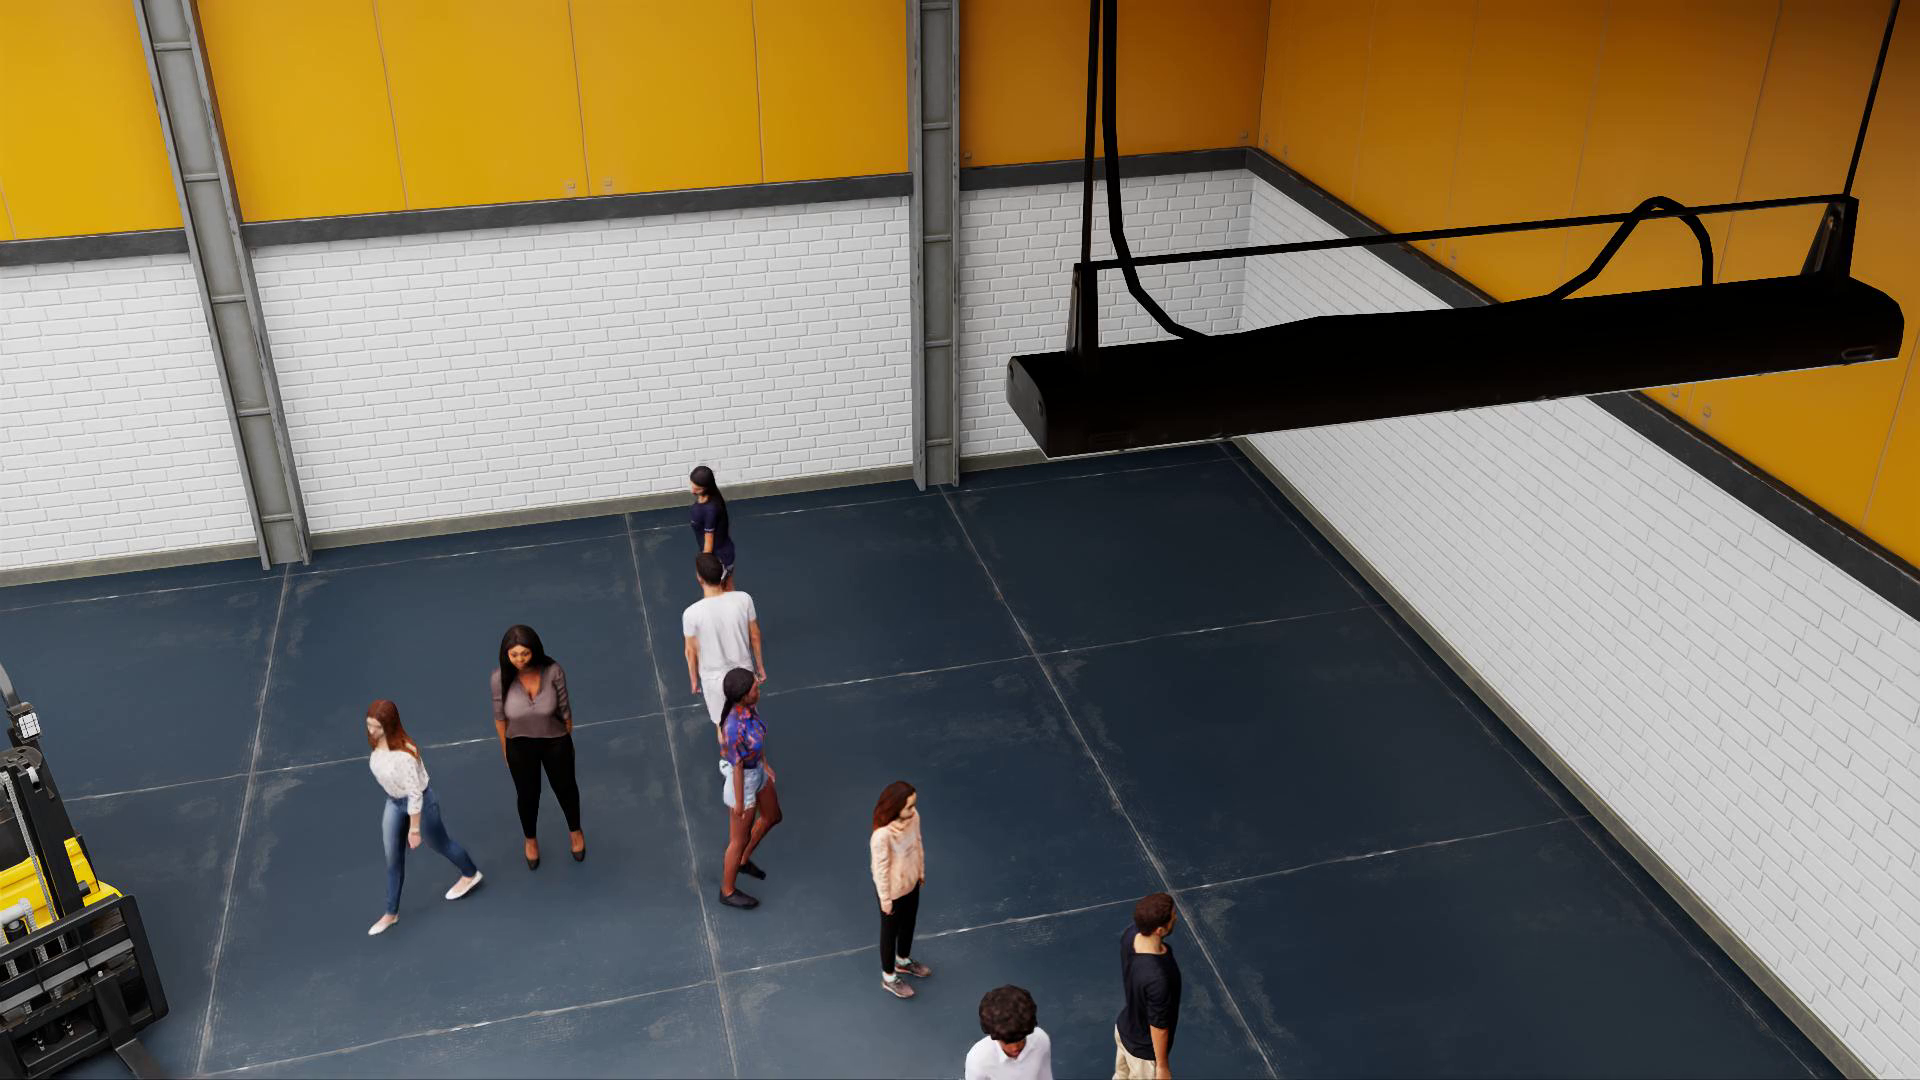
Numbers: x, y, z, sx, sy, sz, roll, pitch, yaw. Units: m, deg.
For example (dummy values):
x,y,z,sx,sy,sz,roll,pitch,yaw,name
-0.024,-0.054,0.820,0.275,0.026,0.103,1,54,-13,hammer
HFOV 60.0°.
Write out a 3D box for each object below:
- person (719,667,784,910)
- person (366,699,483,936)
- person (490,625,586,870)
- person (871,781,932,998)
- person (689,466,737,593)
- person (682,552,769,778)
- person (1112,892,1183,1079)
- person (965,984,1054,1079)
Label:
x,y,z,sx,sy,sz,roll,pitch,yaw,name
-1.437,1.554,10.585,0.739,1.725,0.705,5,29,9,person
-3.373,1.636,10.469,0.998,1.692,1.137,24,37,37,person
-2.753,1.338,10.862,0.510,1.839,0.683,-7,29,-13,person
-0.373,2.055,9.919,0.720,1.483,0.647,19,34,31,person
-1.877,0.125,13.191,0.697,1.737,0.823,6,29,11,person
-1.578,0.981,11.525,0.825,1.831,0.888,-15,32,-25,person
0.940,2.571,8.588,0.543,1.851,0.633,-7,29,-12,person
0.177,2.827,8.177,0.709,1.796,0.807,-16,32,-27,person
